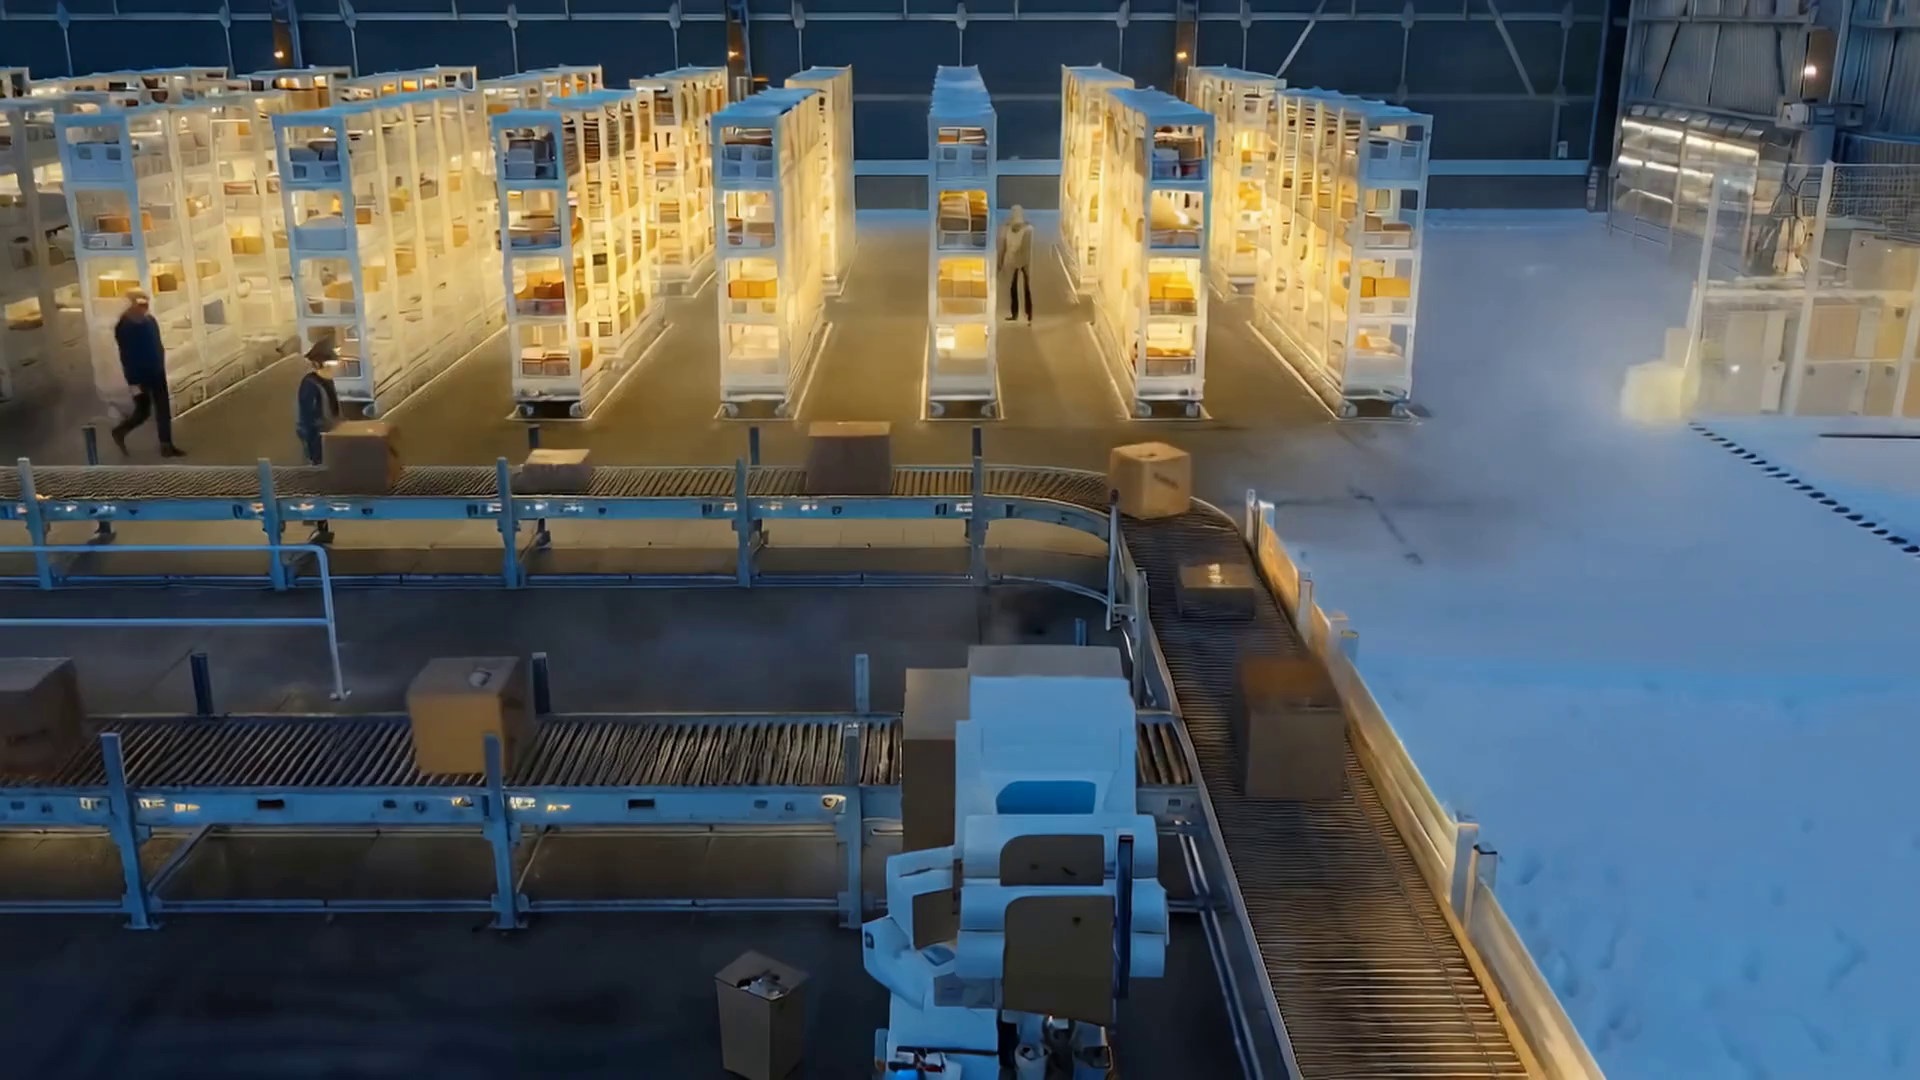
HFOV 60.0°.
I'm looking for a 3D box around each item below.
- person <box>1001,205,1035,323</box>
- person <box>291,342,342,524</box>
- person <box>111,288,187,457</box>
[{"bbox_3d":[0.902,-4.318,25.983,0.569,1.831,0.412,10,21,29],"label":"person"},{"bbox_3d":[-6.068,-1.008,15.900,0.878,1.770,0.616,-2,18,-6],"label":"person"},{"bbox_3d":[-8.945,-1.804,18.128,0.648,1.894,0.641,3,18,8],"label":"person"}]
